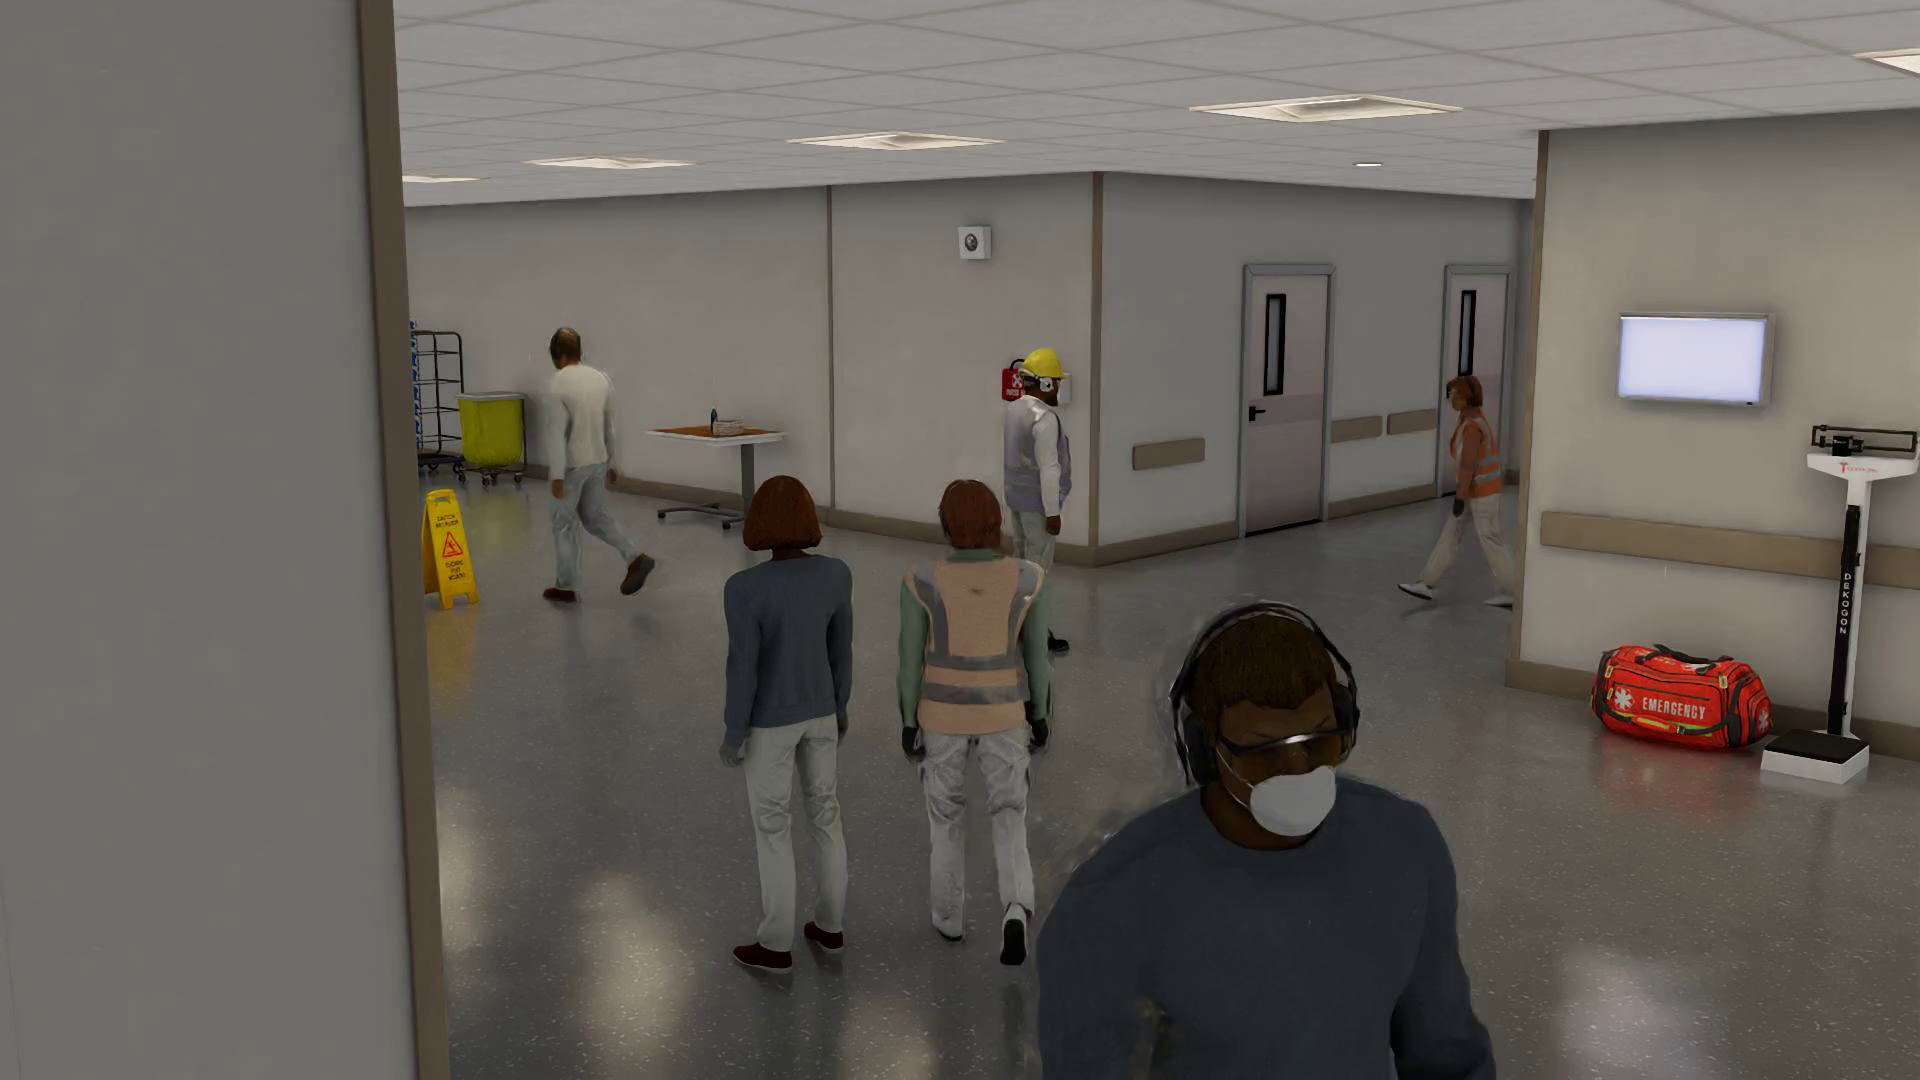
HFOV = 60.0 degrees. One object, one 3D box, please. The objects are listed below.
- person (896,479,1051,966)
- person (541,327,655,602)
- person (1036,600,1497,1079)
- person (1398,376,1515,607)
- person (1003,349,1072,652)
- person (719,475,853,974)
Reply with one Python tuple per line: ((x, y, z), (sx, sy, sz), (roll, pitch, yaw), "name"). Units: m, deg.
((0.055, 0.610, 5.486), (0.521, 1.616, 0.616), (-1, 9, -7), "person")
((-2.523, -0.499, 11.378), (0.756, 1.910, 0.660), (5, 11, 29), "person")
((0.427, 1.000, 2.272), (0.637, 1.884, 1.007), (-6, 11, -34), "person")
((3.429, -0.323, 11.270), (0.844, 1.578, 0.566), (2, 9, 10), "person")
((0.467, -0.234, 10.026), (0.403, 1.824, 0.590), (-3, 10, -19), "person")
((-0.564, 0.601, 5.468), (0.507, 1.632, 0.275), (-8, 12, -42), "person")
